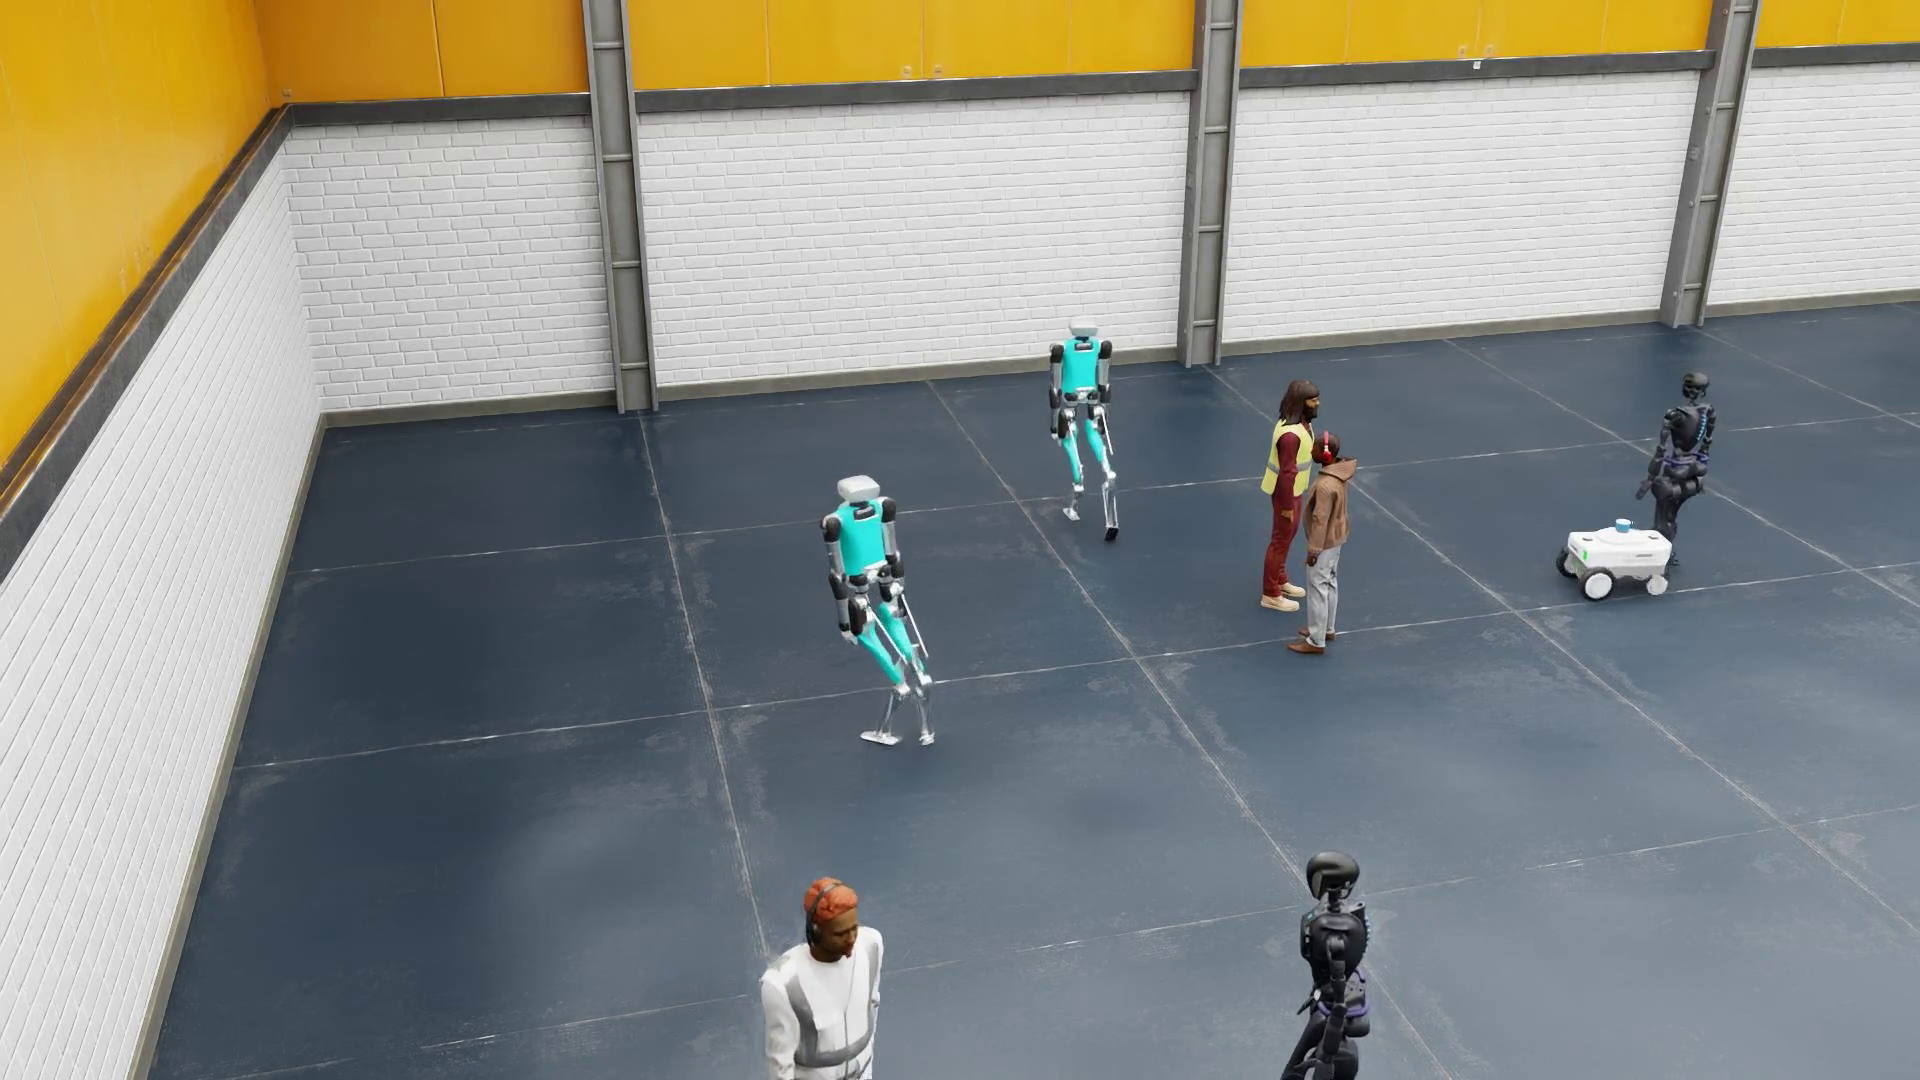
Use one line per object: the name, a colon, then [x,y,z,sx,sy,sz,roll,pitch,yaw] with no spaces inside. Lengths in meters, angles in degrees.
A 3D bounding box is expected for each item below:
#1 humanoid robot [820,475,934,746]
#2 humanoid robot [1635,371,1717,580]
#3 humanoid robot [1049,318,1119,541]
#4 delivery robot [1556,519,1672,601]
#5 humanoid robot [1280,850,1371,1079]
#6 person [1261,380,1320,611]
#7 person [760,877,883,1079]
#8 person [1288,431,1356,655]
humanoid robot: [-0.432,0.531,10.359,0.558,1.793,0.820,-18,30,-35]
humanoid robot: [5.473,-0.494,12.731,0.616,1.655,0.336,-11,26,-23]
humanoid robot: [1.081,-0.842,13.473,0.539,1.765,0.954,-7,25,-16]
delivery robot: [5.002,0.134,12.701,0.787,0.596,0.499,-2,24,-3]
humanoid robot: [1.584,2.038,7.050,0.752,1.631,0.612,3,24,7]
person: [2.412,-0.339,12.278,0.364,1.764,0.470,9,25,19]
person: [-0.522,2.129,6.591,0.577,1.837,0.991,-16,28,-32]
person: [2.540,0.021,11.603,0.320,1.648,0.469,10,26,22]
